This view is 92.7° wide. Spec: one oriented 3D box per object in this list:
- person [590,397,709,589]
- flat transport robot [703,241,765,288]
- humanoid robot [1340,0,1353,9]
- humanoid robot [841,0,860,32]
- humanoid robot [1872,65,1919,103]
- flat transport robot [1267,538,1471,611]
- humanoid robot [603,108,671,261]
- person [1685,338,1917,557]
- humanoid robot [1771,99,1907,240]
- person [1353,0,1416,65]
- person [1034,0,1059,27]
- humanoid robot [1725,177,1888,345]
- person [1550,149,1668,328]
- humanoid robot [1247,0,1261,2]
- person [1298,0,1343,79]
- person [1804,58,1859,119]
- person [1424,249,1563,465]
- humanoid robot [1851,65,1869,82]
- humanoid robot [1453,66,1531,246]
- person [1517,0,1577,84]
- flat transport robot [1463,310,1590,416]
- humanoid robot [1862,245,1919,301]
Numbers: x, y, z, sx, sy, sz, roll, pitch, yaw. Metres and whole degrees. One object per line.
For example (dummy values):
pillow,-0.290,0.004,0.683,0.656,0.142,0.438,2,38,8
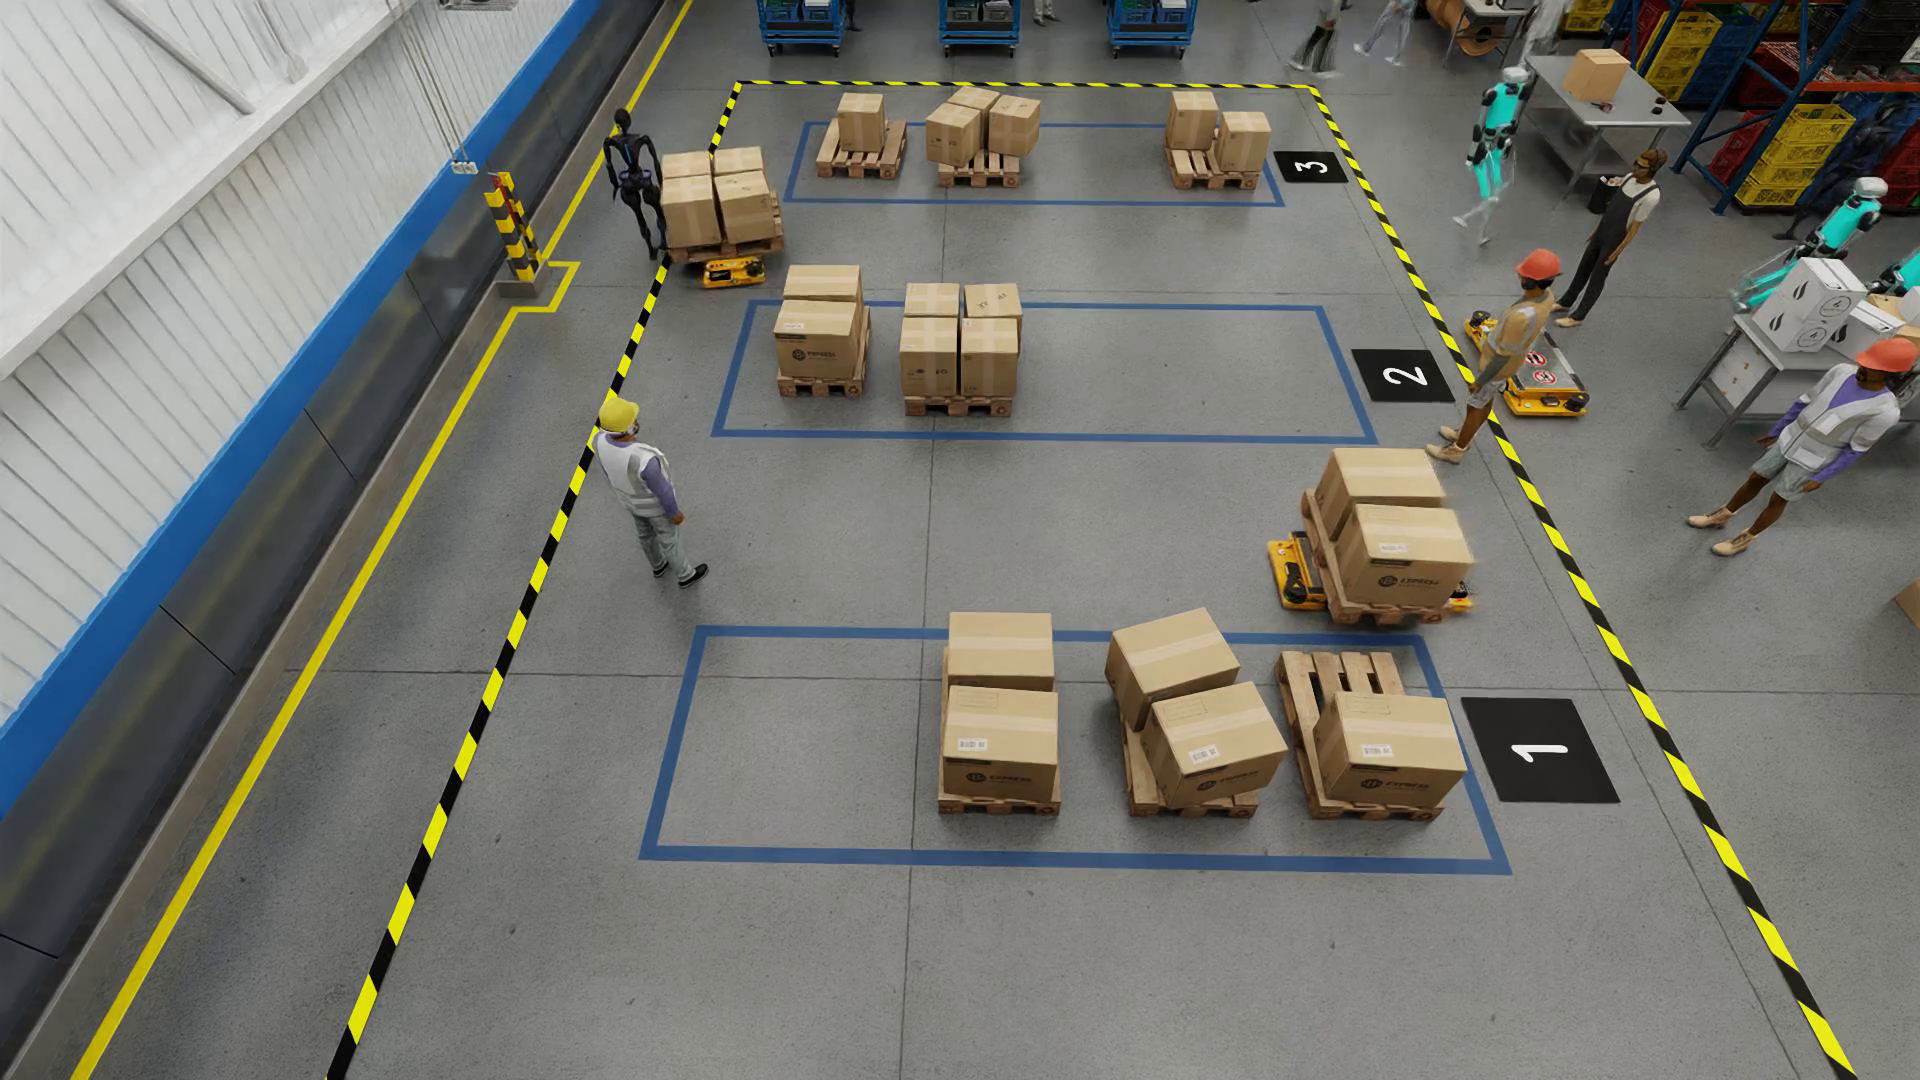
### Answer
person,-2.296,-0.326,6.777,0.595,1.836,0.404,24,53,19
flat transport robot,-2.618,-3.383,10.443,0.652,0.197,1.431,-10,50,-8
humanoid robot,6.334,-9.527,14.873,0.566,1.649,0.630,-24,53,-19
humanoid robot,-1.886,-8.819,14.246,0.542,1.643,0.588,22,53,18
humanoid robot,11.753,-5.533,11.368,0.835,1.796,0.537,-8,50,-7
flat transport robot,3.251,0.241,7.306,1.431,0.197,0.652,1,49,1
humanoid robot,-3.492,-3.815,9.906,0.601,1.648,0.357,-8,50,-6
person,6.373,-0.672,6.944,0.376,2.043,0.606,-5,49,-4
humanoid robot,9.841,-4.043,10.109,0.625,1.630,0.598,-2,49,-1
person,6.446,-7.986,13.516,0.489,1.670,0.859,-31,56,-24
person,1.397,-9.147,14.409,0.565,1.841,0.378,-37,58,-27
humanoid robot,7.953,-2.637,8.819,0.673,1.759,0.539,10,50,8
person,6.409,-2.962,9.062,0.344,1.839,0.500,-2,49,-1
humanoid robot,5.048,-9.798,15.082,0.367,1.643,0.589,-18,51,-15
person,5.322,-7.593,13.062,0.395,1.852,0.596,1,49,1
person,10.835,-5.660,11.378,0.329,1.865,0.510,0,49,0
person,4.454,-1.480,7.649,0.607,2.033,0.400,-37,58,-28
humanoid robot,12.963,-7.389,12.965,1.011,1.749,0.545,23,53,19
humanoid robot,6.031,-4.181,10.222,0.556,1.811,0.942,-12,50,-10
person,7.911,-6.901,12.477,0.543,1.815,0.964,28,55,22
flat transport robot,5.573,-1.757,9.054,0.659,0.231,1.431,1,49,1
humanoid robot,8.236,-2.119,8.410,0.903,1.783,0.573,9,50,8
